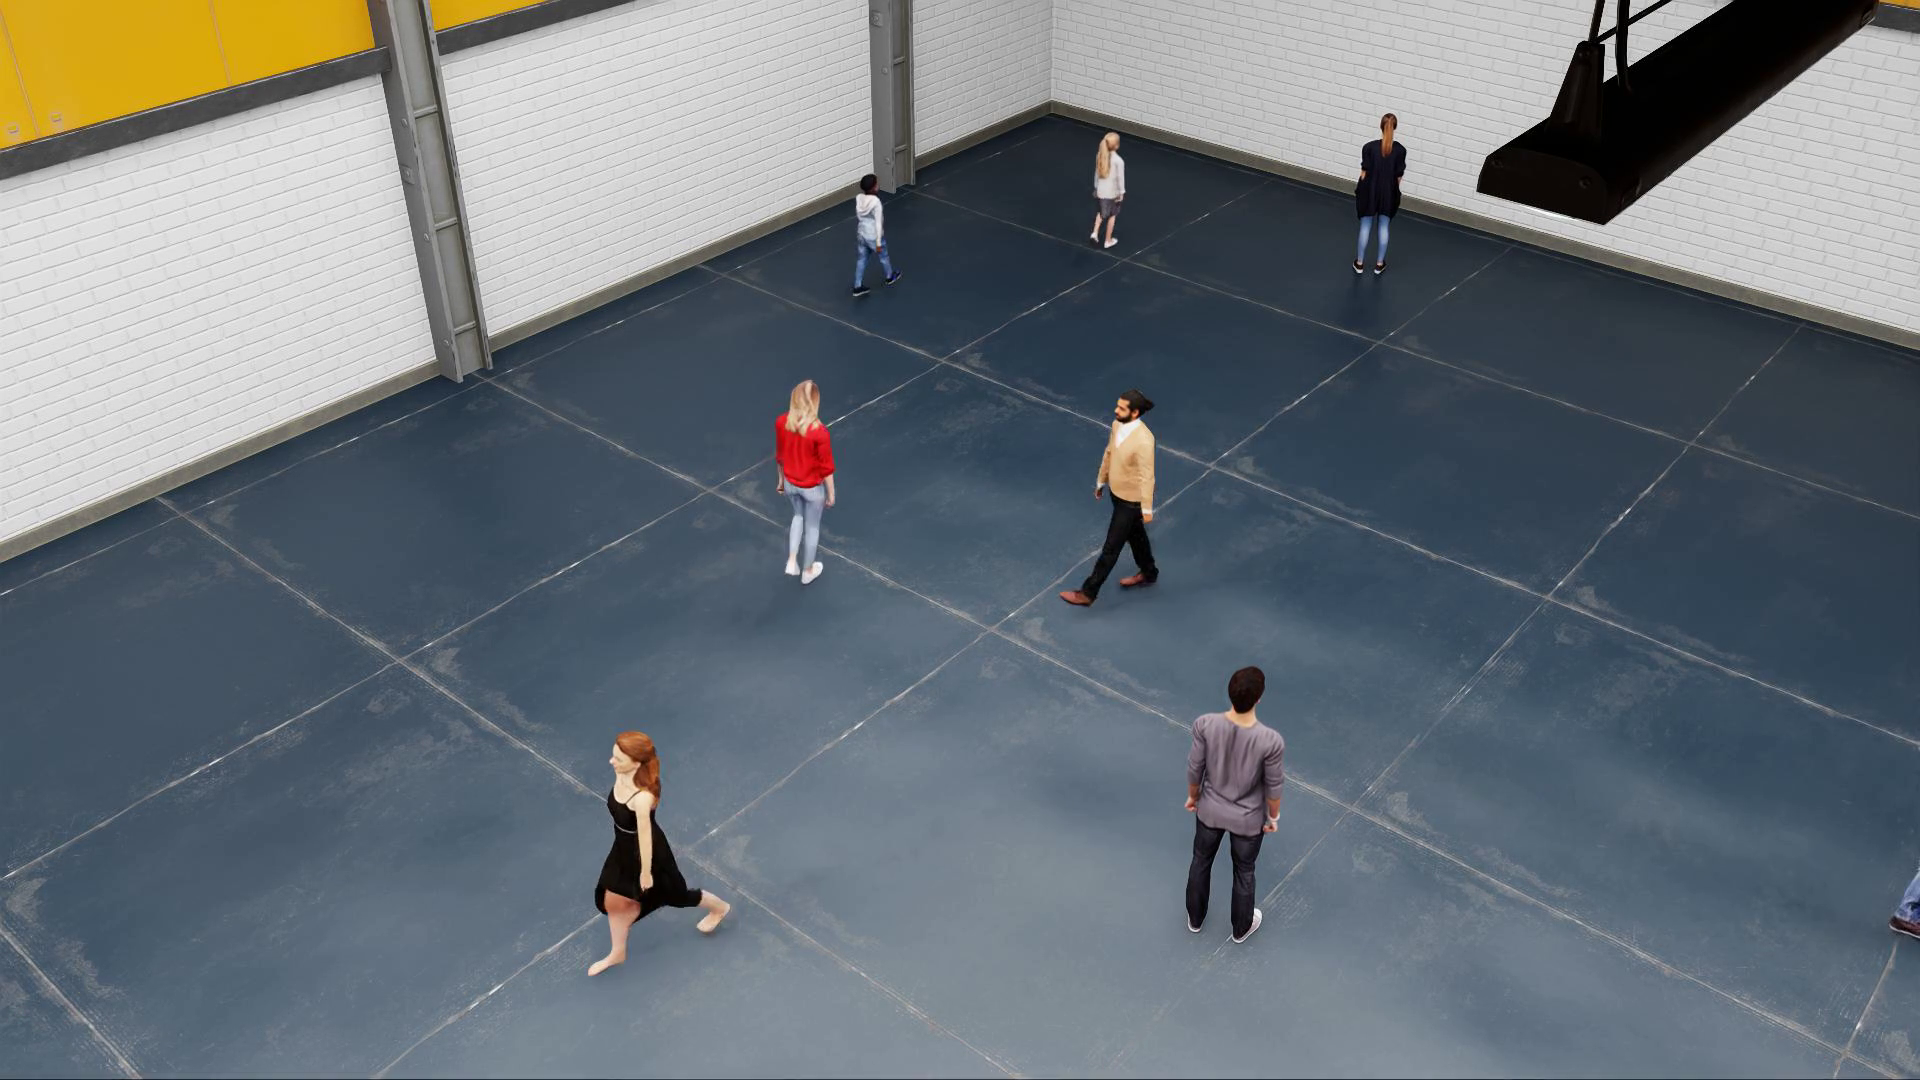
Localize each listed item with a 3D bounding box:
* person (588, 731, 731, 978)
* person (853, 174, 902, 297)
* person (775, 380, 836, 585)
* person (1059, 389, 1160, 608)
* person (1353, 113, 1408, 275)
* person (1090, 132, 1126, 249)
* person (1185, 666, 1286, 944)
[{"bbox_3d":[-1.657,1.700,9.167,1.161,1.583,0.806,-19,38,-27],"label":"person"},{"bbox_3d":[-0.936,-3.015,16.585,0.499,1.225,0.850,24,40,32],"label":"person"},{"bbox_3d":[-1.179,-0.363,12.172,0.704,1.694,0.702,16,37,23],"label":"person"},{"bbox_3d":[1.294,-0.318,12.087,1.213,1.711,1.050,-11,35,-16],"label":"person"},{"bbox_3d":[4.268,-3.527,16.941,0.714,1.684,0.717,7,34,10],"label":"person"},{"bbox_3d":[1.530,-3.669,17.531,0.511,1.266,0.600,24,41,32],"label":"person"},{"bbox_3d":[1.510,1.477,9.261,0.734,1.851,0.638,13,36,19],"label":"person"}]
